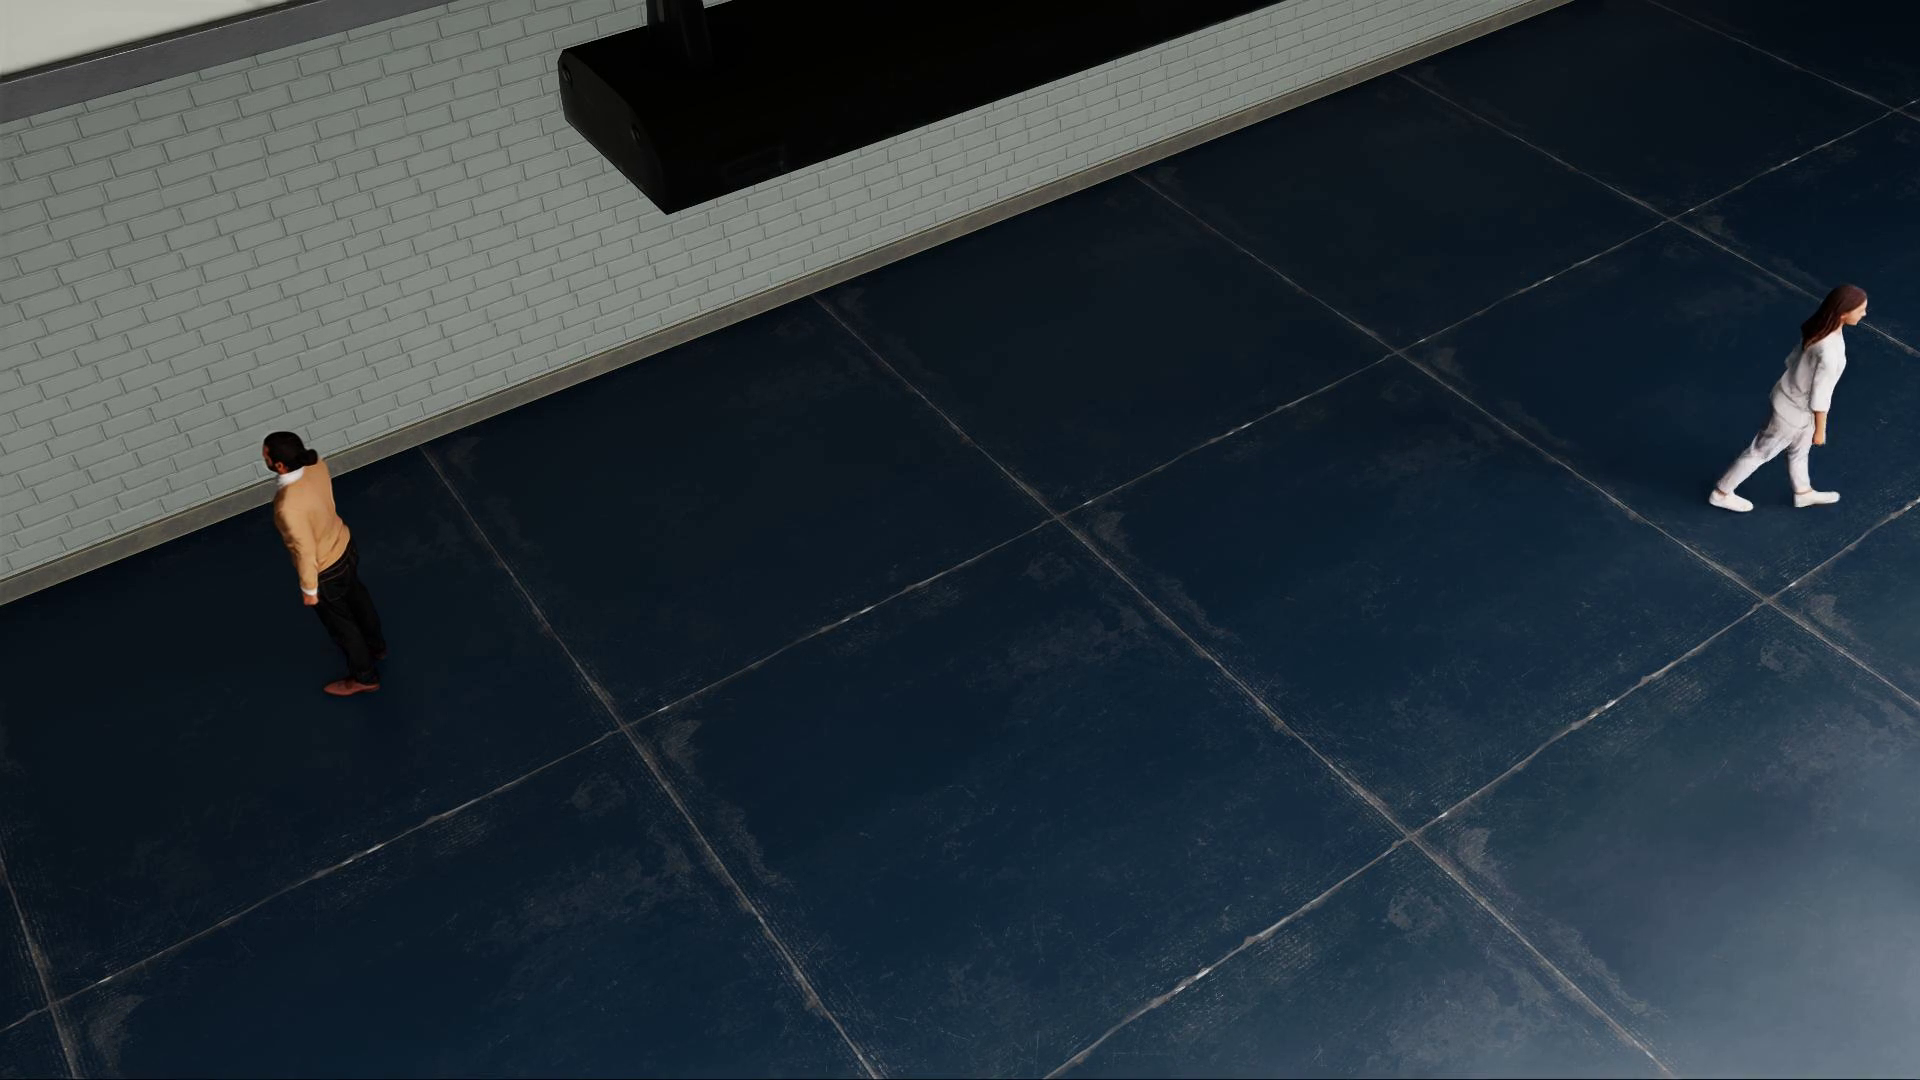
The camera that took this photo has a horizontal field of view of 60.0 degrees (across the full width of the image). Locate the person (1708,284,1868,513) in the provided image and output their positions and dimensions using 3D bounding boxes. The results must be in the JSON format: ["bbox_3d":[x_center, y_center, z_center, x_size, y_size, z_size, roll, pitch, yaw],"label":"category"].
[{"bbox_3d":[4.884,-0.809,9.893,1.079,1.656,0.980,10,44,11],"label":"person"}]

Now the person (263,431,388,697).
[{"bbox_3d":[-3.375,0.109,8.838,0.816,1.754,0.718,-1,43,-1],"label":"person"}]
